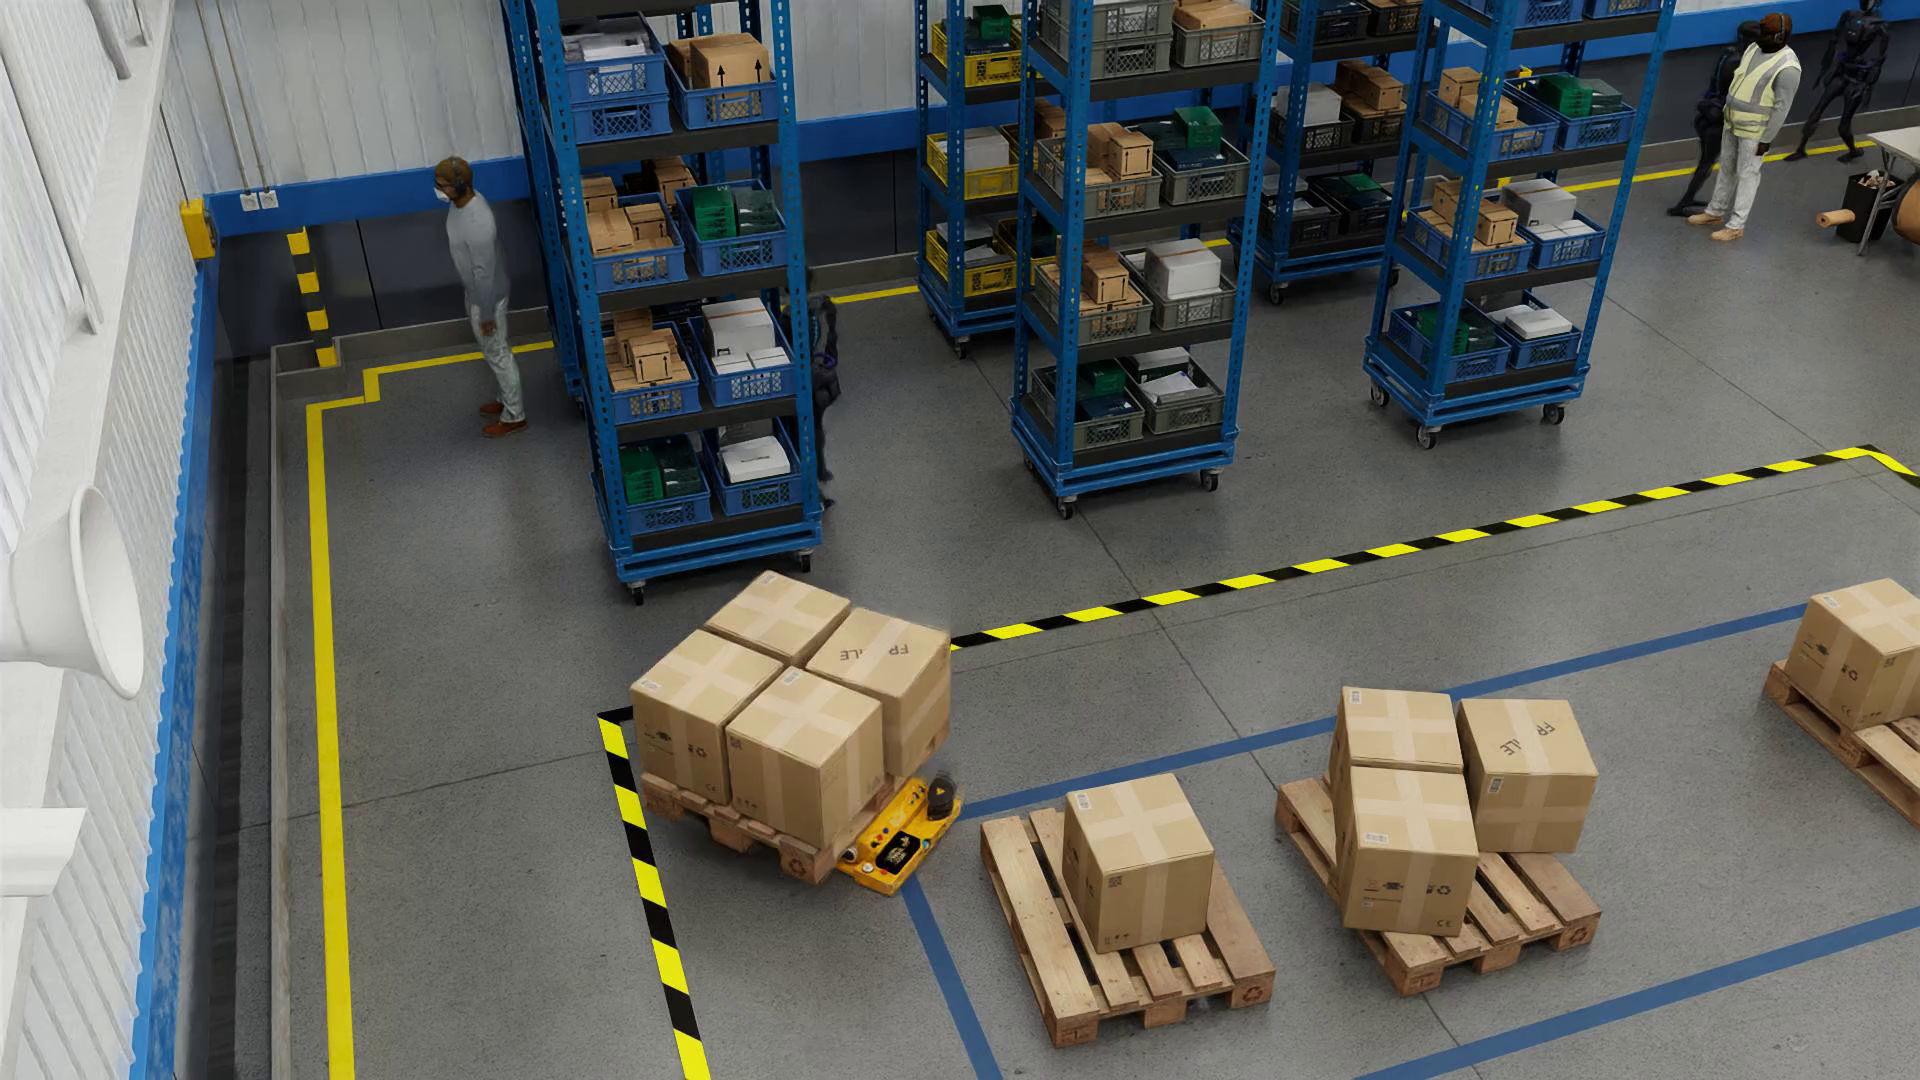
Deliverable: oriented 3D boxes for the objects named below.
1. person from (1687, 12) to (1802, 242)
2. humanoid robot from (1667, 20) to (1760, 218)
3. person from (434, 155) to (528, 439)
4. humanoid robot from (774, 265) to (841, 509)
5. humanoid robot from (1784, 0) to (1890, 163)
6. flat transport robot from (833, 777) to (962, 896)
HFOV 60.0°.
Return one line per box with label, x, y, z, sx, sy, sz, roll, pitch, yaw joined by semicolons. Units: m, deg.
person;6.348;-3.331;13.413;0.429;1.842;0.632;-6;36;-9
humanoid robot;6.253;-3.496;13.809;0.487;1.655;0.591;-3;35;-5
person;-3.120;-1.595;10.875;0.373;1.933;0.630;-13;37;-18
humanoid robot;-0.935;-0.945;10.214;0.583;1.645;0.576;-30;45;-35
humanoid robot;7.866;-4.084;14.666;0.636;1.653;0.594;-17;39;-22
flat transport robot;-0.770;1.232;8.285;1.431;0.197;0.652;19;39;25
